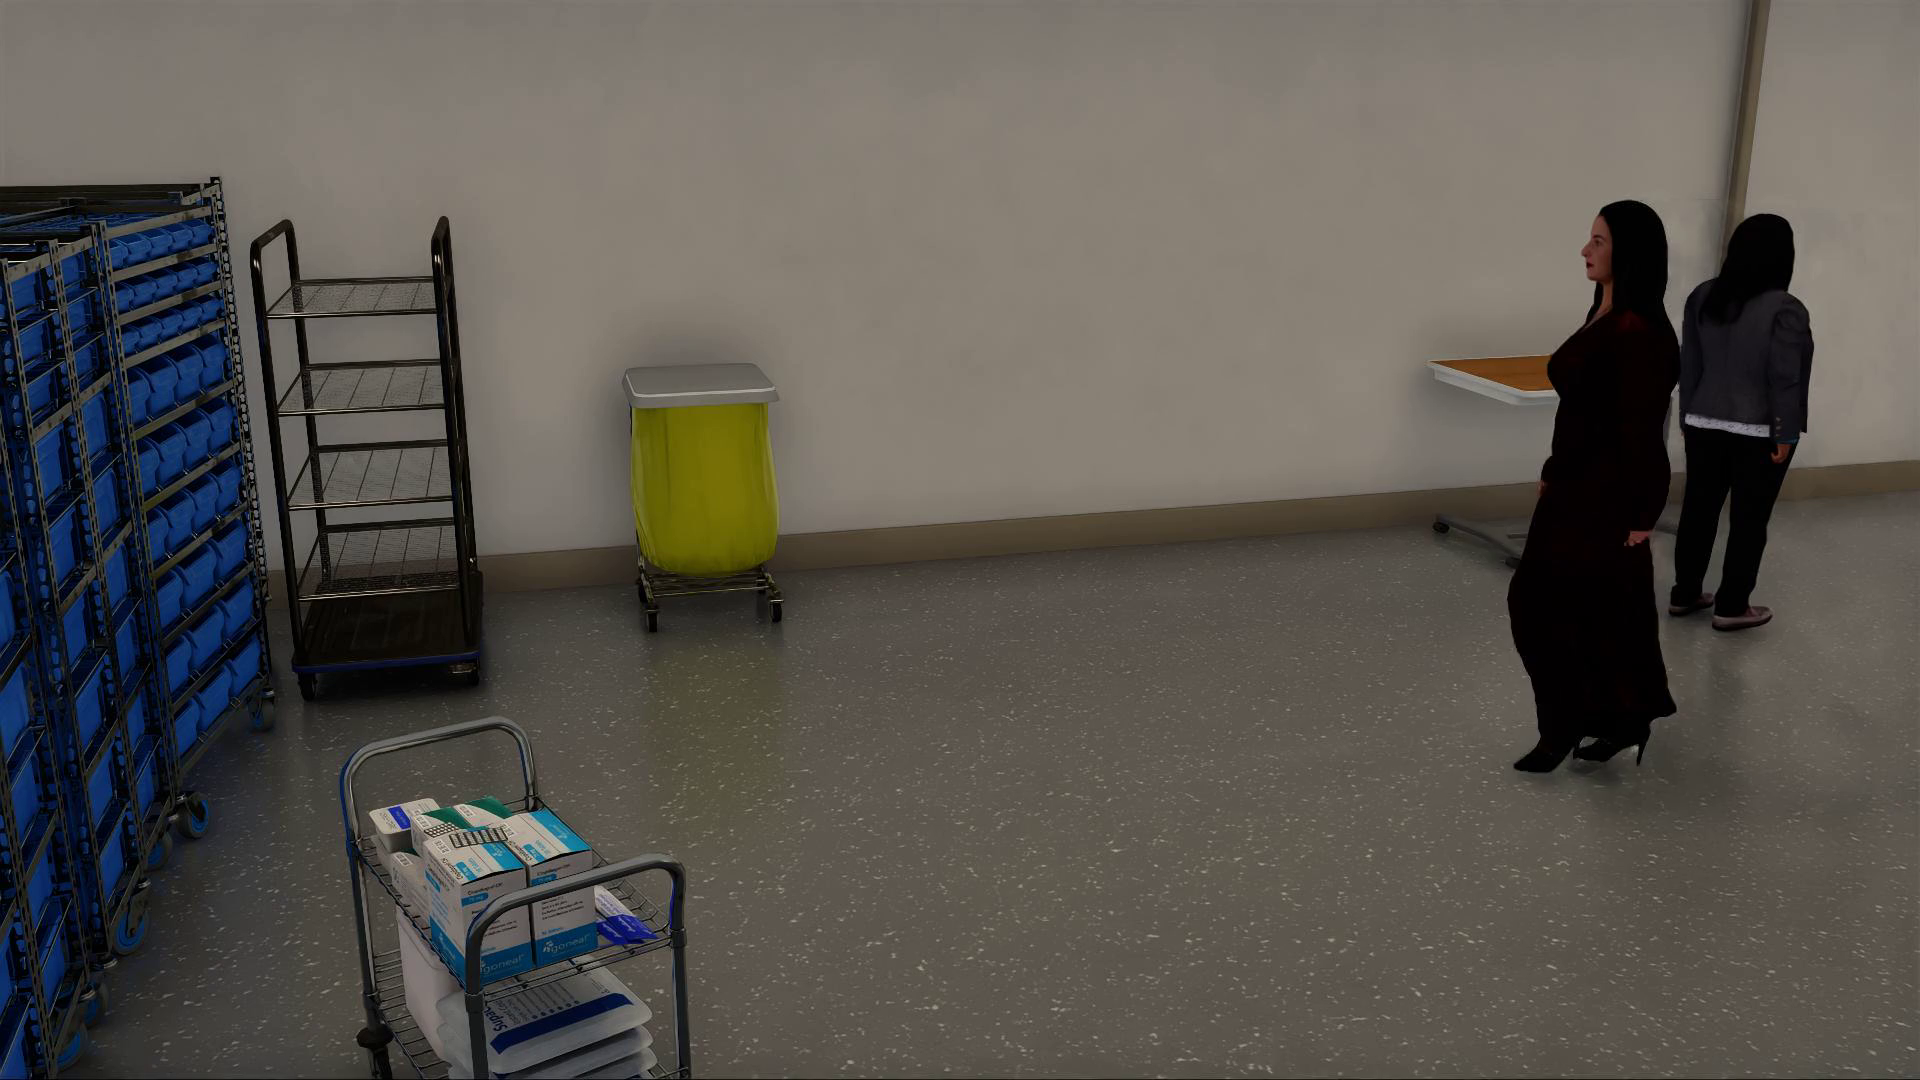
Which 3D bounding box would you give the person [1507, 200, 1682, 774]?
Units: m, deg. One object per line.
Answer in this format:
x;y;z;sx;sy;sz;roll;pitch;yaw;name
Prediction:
2.033;-0.122;4.989;0.915;1.745;0.843;4;16;14;person

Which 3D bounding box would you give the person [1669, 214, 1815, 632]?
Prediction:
2.998;-0.447;6.411;0.736;1.599;0.735;-9;18;-28;person
